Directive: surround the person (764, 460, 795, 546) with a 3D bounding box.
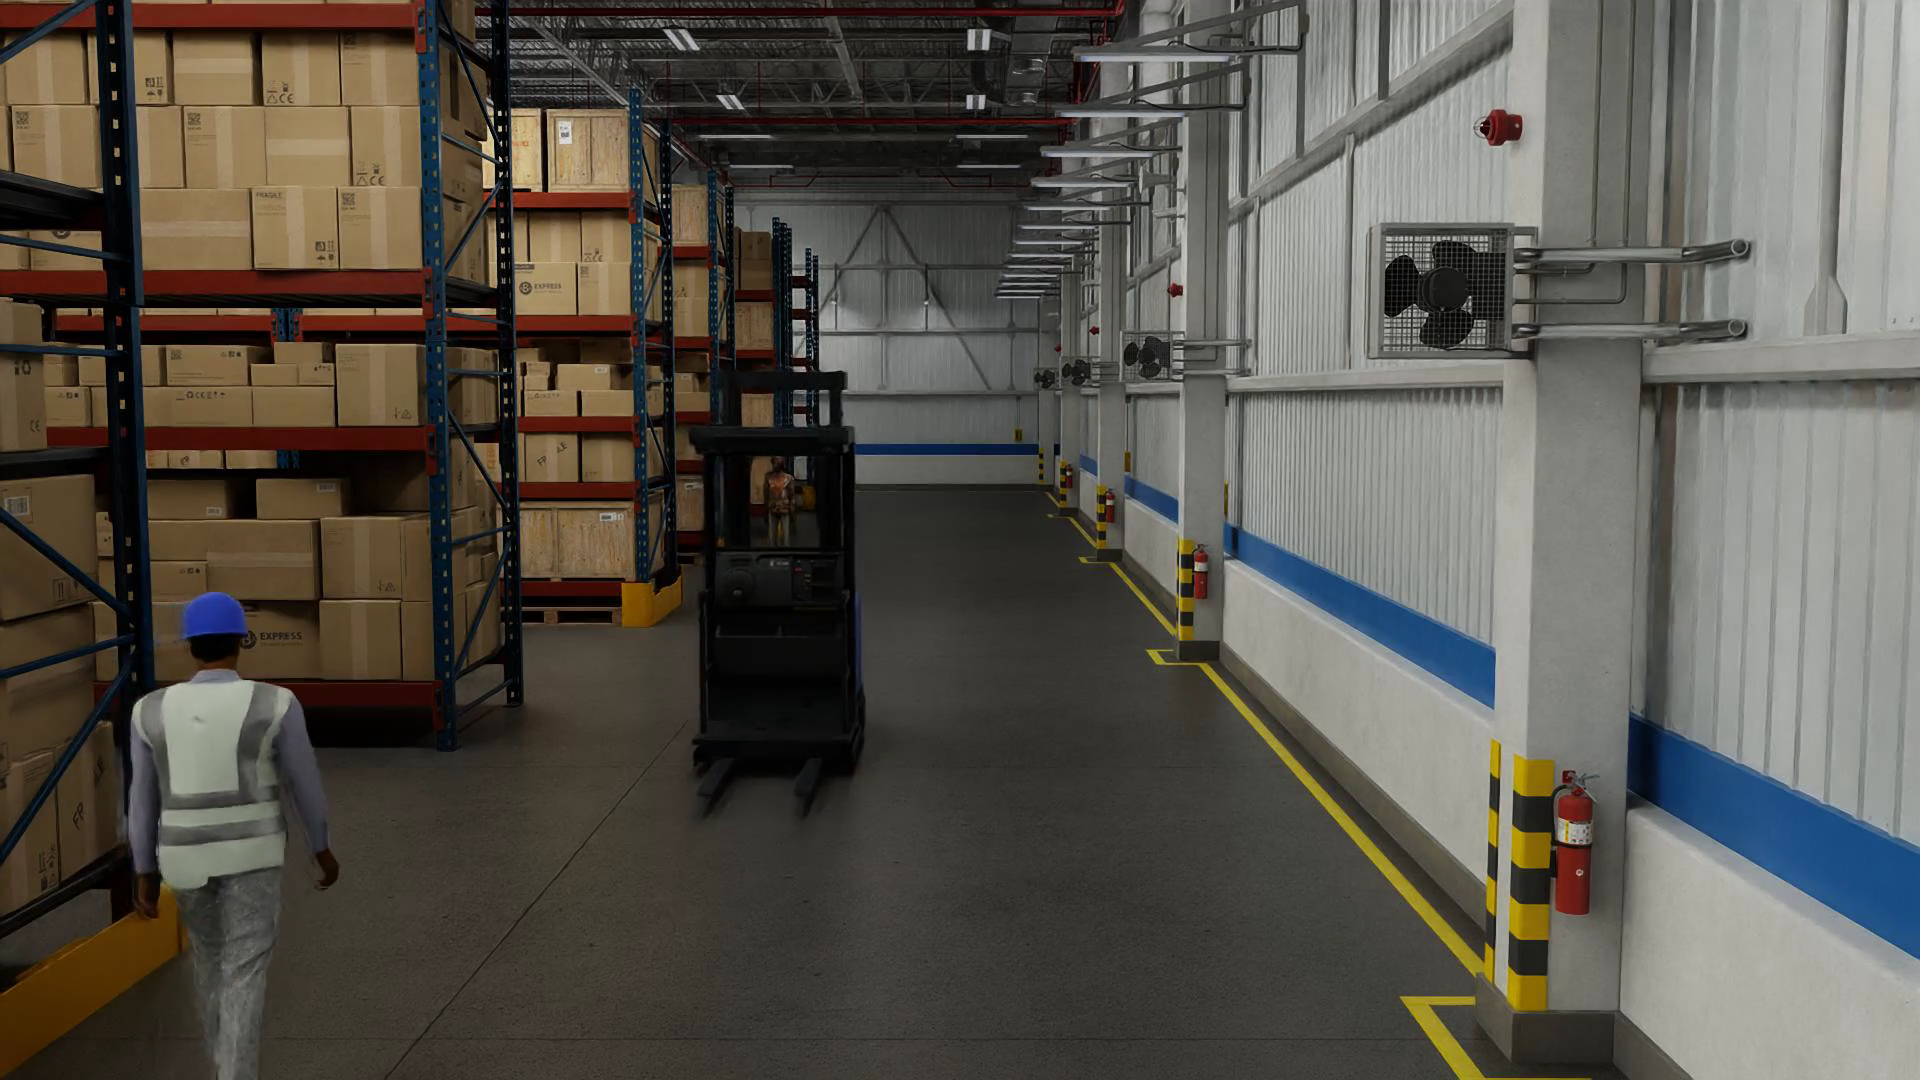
[{"bbox_3d":[-2.860,-0.453,26.355,0.515,1.636,0.315,1,5,12],"label":"person"}]

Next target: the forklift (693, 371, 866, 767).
[{"bbox_3d":[-1.300,0.131,12.387,1.129,2.768,1.873,0,5,0],"label":"forklift"}]

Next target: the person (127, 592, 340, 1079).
[{"bbox_3d":[-2.643,1.147,6.106,0.651,1.902,0.828,0,5,-2],"label":"person"}]
